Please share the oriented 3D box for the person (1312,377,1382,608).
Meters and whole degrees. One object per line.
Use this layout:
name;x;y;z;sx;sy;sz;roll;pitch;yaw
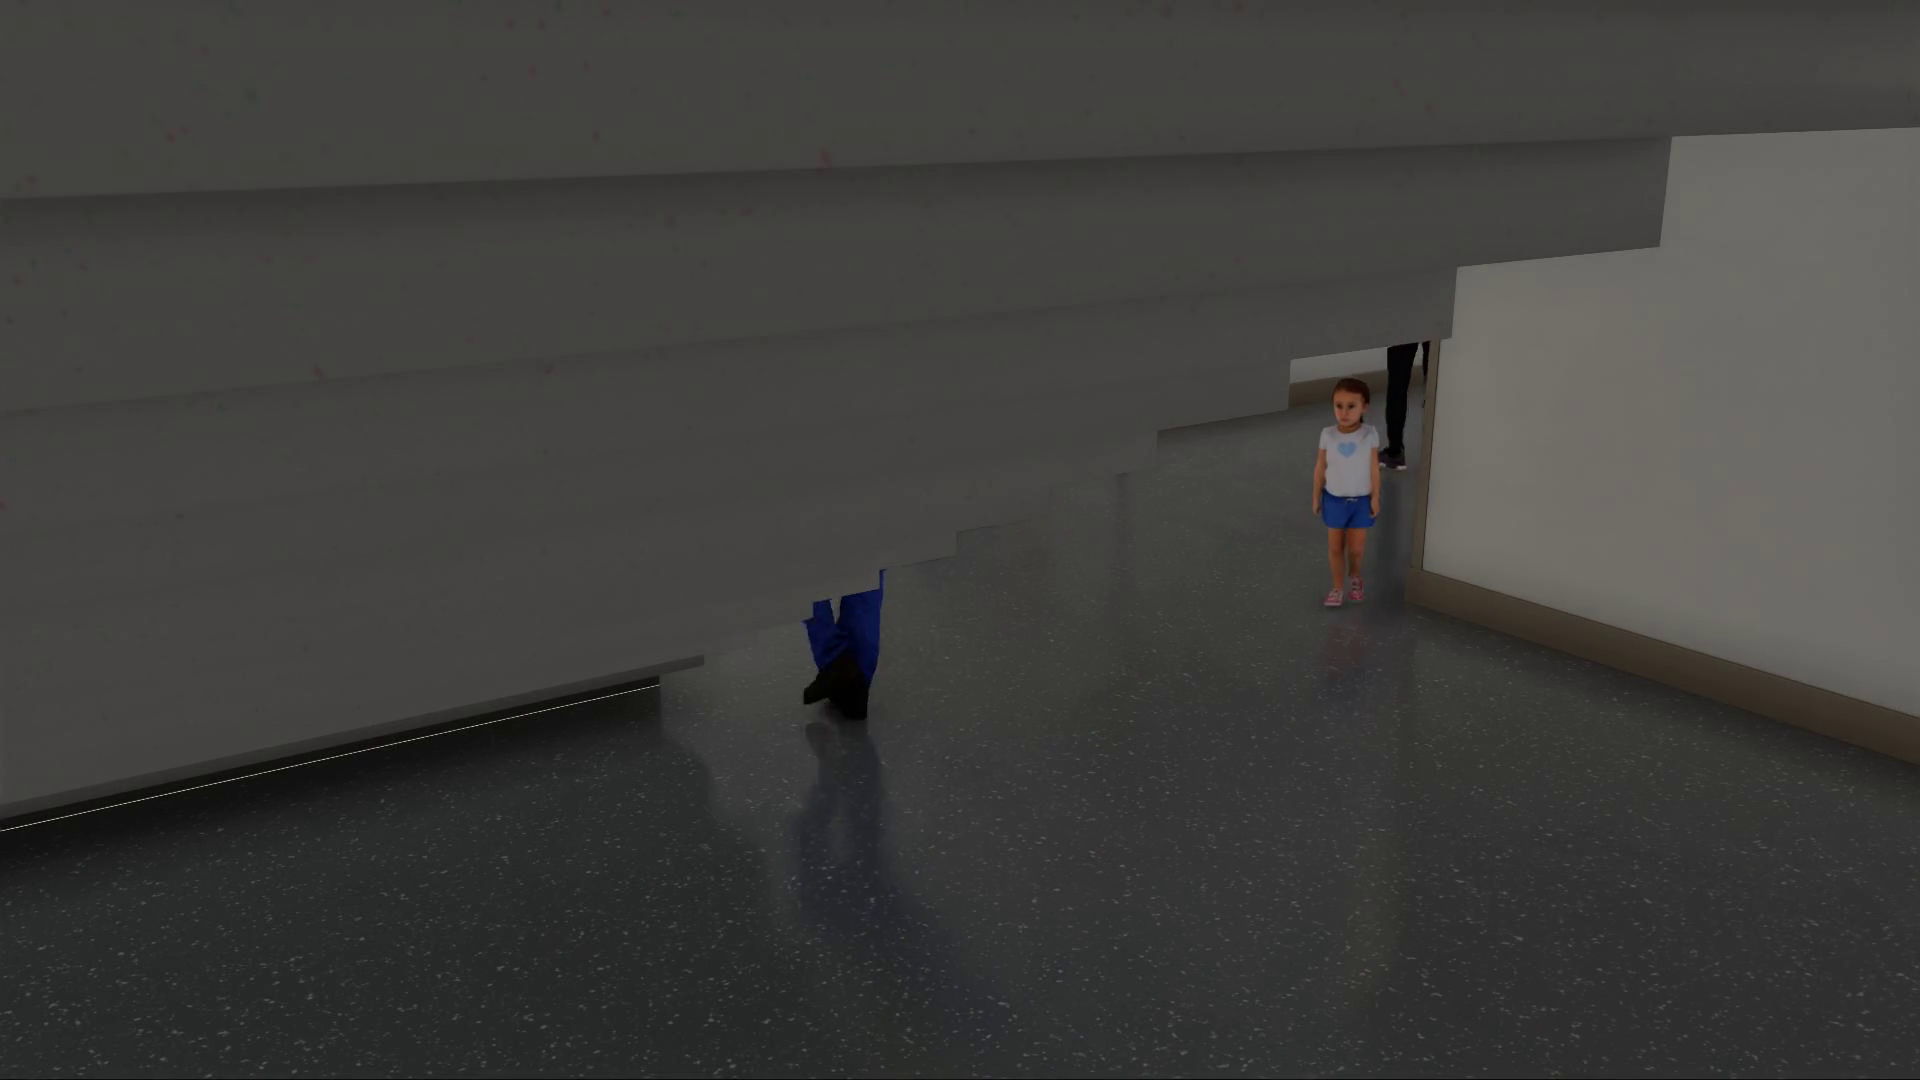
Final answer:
person;1.706;-0.211;7.255;0.495;1.014;0.569;7;17;22
